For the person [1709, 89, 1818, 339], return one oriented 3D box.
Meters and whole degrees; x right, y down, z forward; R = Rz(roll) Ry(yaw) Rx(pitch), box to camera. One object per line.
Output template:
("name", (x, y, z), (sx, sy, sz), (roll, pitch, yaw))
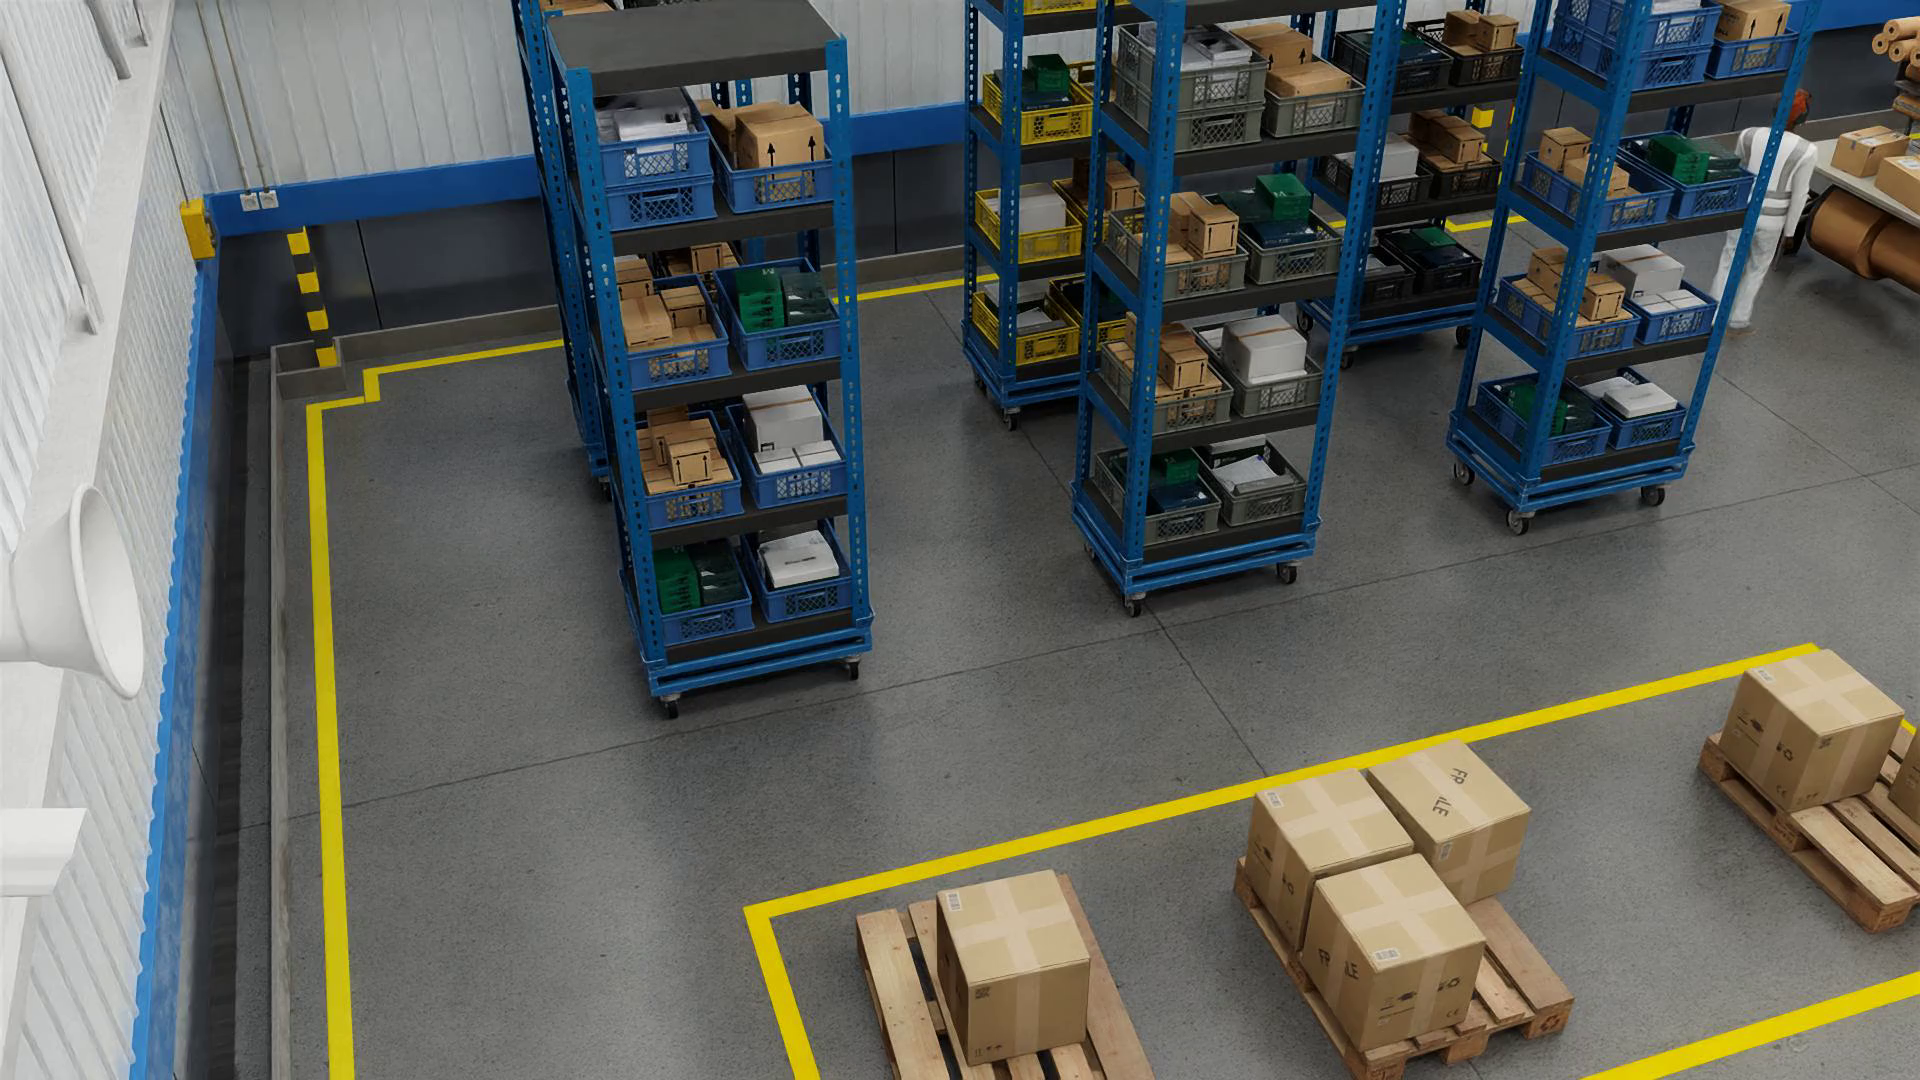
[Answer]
("person", (5.746, -2.320, 11.948), (0.375, 1.880, 0.581), (-27, 43, -33))
